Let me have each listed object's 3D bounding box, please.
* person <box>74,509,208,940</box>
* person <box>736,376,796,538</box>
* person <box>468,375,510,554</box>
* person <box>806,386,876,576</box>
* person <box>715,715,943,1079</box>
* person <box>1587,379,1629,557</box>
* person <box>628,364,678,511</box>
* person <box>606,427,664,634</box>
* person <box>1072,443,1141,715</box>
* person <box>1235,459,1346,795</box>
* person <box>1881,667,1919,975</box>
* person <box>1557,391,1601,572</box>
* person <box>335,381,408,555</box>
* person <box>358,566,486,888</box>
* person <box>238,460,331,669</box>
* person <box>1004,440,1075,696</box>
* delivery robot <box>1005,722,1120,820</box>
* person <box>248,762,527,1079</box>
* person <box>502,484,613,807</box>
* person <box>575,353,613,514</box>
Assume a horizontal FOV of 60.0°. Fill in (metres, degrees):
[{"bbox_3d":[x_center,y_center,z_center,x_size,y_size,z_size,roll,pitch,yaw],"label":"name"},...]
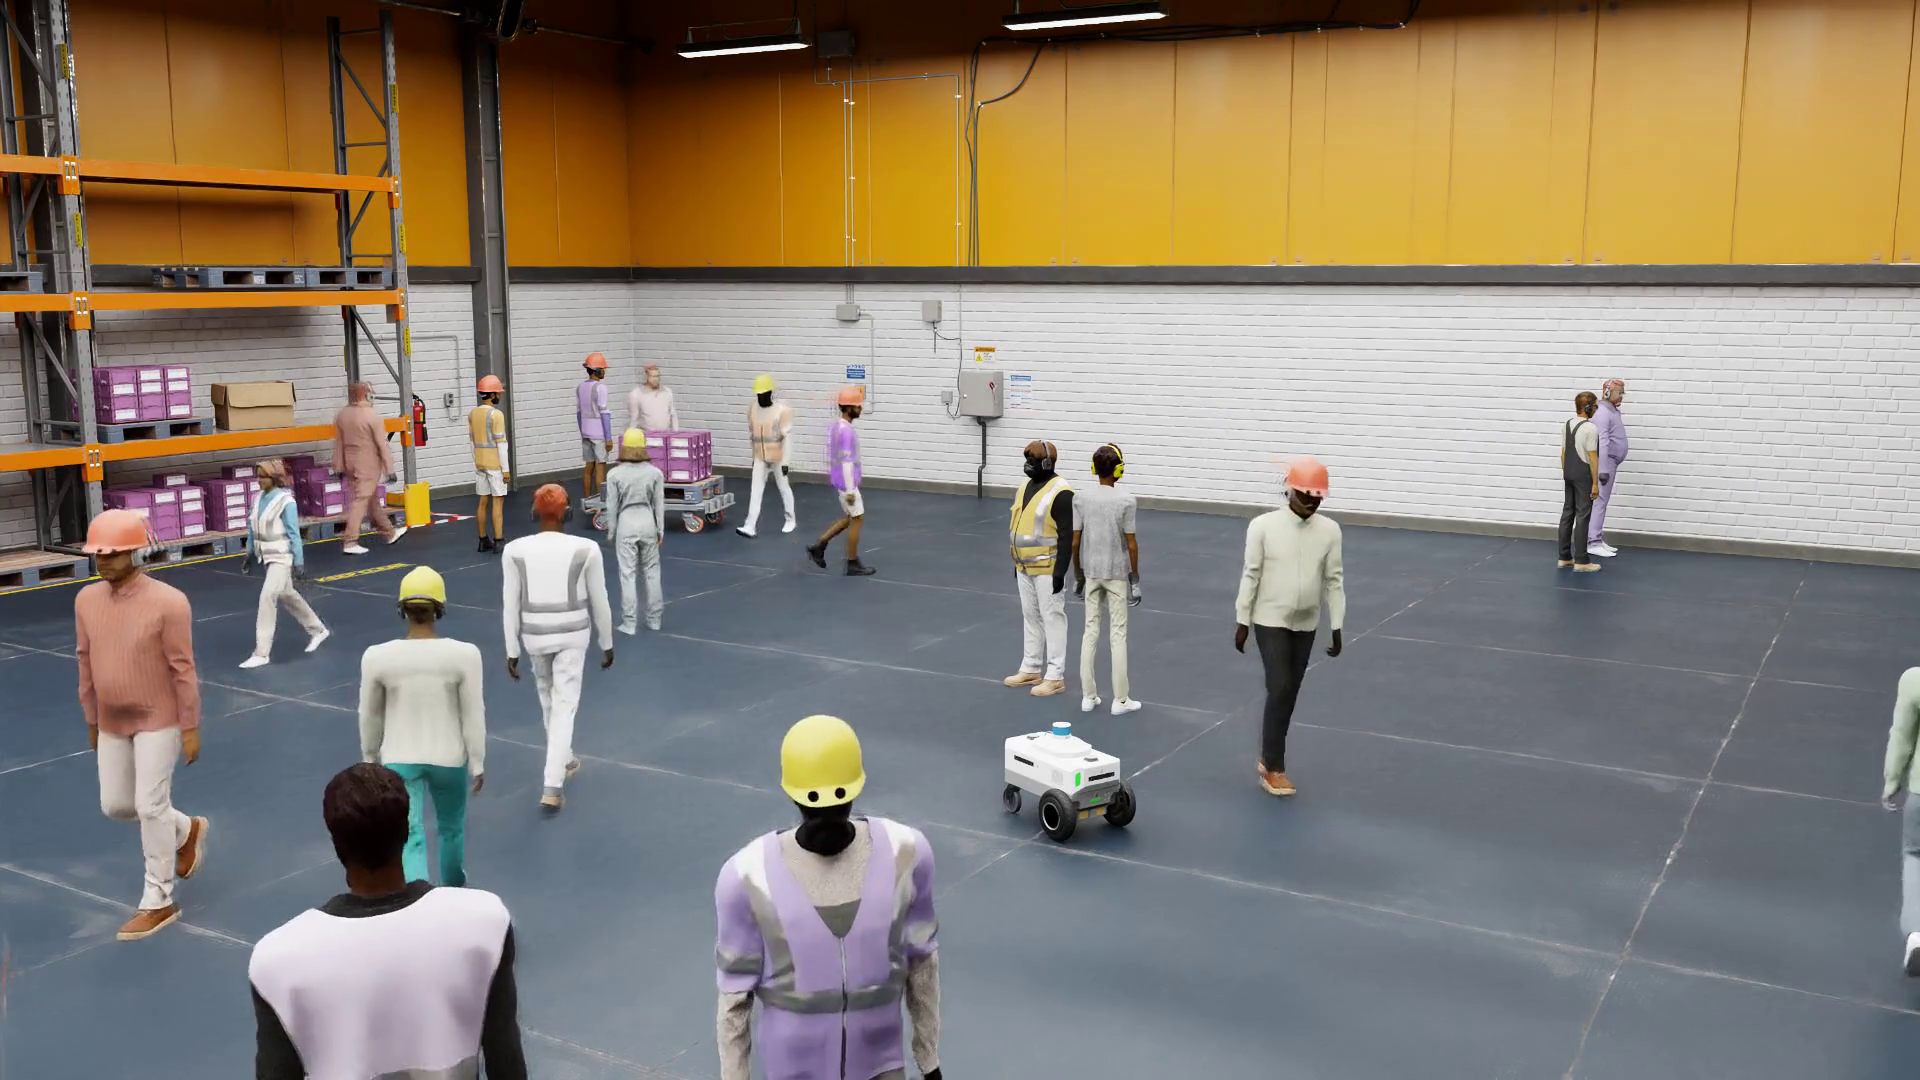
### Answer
[{"bbox_3d":[-3.791,0.812,7.787,0.624,1.977,0.692,2,9,13],"label":"person"},{"bbox_3d":[-2.208,-0.967,19.216,0.602,1.859,1.032,4,10,24],"label":"person"},{"bbox_3d":[-5.065,-0.814,18.024,0.546,1.938,0.360,7,11,35],"label":"person"},{"bbox_3d":[-1.180,-0.580,16.619,0.601,1.917,0.556,-2,9,-12],"label":"person"},{"bbox_3d":[-0.332,1.380,4.398,0.618,1.908,0.417,-3,9,-16],"label":"person"},{"bbox_3d":[6.982,-0.782,17.939,0.403,1.904,0.637,4,10,25],"label":"person"},{"bbox_3d":[-3.973,-1.331,21.469,0.666,1.883,0.802,-8,12,-40],"label":"person"},{"bbox_3d":[-2.745,-0.083,14.073,0.491,1.743,0.318,-4,10,-26],"label":"person"},{"bbox_3d":[1.014,0.268,11.475,0.518,1.874,0.326,5,10,29],"label":"person"},{"bbox_3d":[1.977,0.506,9.720,0.630,1.956,0.814,-3,9,-16],"label":"person"},{"bbox_3d":[4.201,1.099,7.039,0.529,1.620,0.478,5,10,28],"label":"person"},{"bbox_3d":[6.335,-0.598,16.966,0.345,1.845,0.508,-3,10,-19],"label":"person"},{"bbox_3d":[-6.406,-0.797,18.139,0.672,1.855,0.994,6,11,32],"label":"person"},{"bbox_3d":[-2.420,0.973,7.524,0.540,1.720,0.894,-3,9,-16],"label":"person"},{"bbox_3d":[-5.323,0.152,13.047,0.512,1.599,0.840,7,12,39],"label":"person"},{"bbox_3d":[0.573,0.196,12.020,0.430,1.845,0.619,-5,11,-30],"label":"person"},{"bbox_3d":[0.557,1.247,9.168,0.477,0.478,0.707,-6,11,-34],"label":"delivery robot"},{"bbox_3d":[-1.319,1.460,3.925,0.625,1.903,0.465,-4,10,-24],"label":"person"},{"bbox_3d":[-2.330,0.592,9.616,0.586,1.840,1.009,0,9,0],"label":"person"},{"bbox_3d":[-4.554,-1.324,20.871,0.605,2.045,0.387,9,13,44],"label":"person"}]
